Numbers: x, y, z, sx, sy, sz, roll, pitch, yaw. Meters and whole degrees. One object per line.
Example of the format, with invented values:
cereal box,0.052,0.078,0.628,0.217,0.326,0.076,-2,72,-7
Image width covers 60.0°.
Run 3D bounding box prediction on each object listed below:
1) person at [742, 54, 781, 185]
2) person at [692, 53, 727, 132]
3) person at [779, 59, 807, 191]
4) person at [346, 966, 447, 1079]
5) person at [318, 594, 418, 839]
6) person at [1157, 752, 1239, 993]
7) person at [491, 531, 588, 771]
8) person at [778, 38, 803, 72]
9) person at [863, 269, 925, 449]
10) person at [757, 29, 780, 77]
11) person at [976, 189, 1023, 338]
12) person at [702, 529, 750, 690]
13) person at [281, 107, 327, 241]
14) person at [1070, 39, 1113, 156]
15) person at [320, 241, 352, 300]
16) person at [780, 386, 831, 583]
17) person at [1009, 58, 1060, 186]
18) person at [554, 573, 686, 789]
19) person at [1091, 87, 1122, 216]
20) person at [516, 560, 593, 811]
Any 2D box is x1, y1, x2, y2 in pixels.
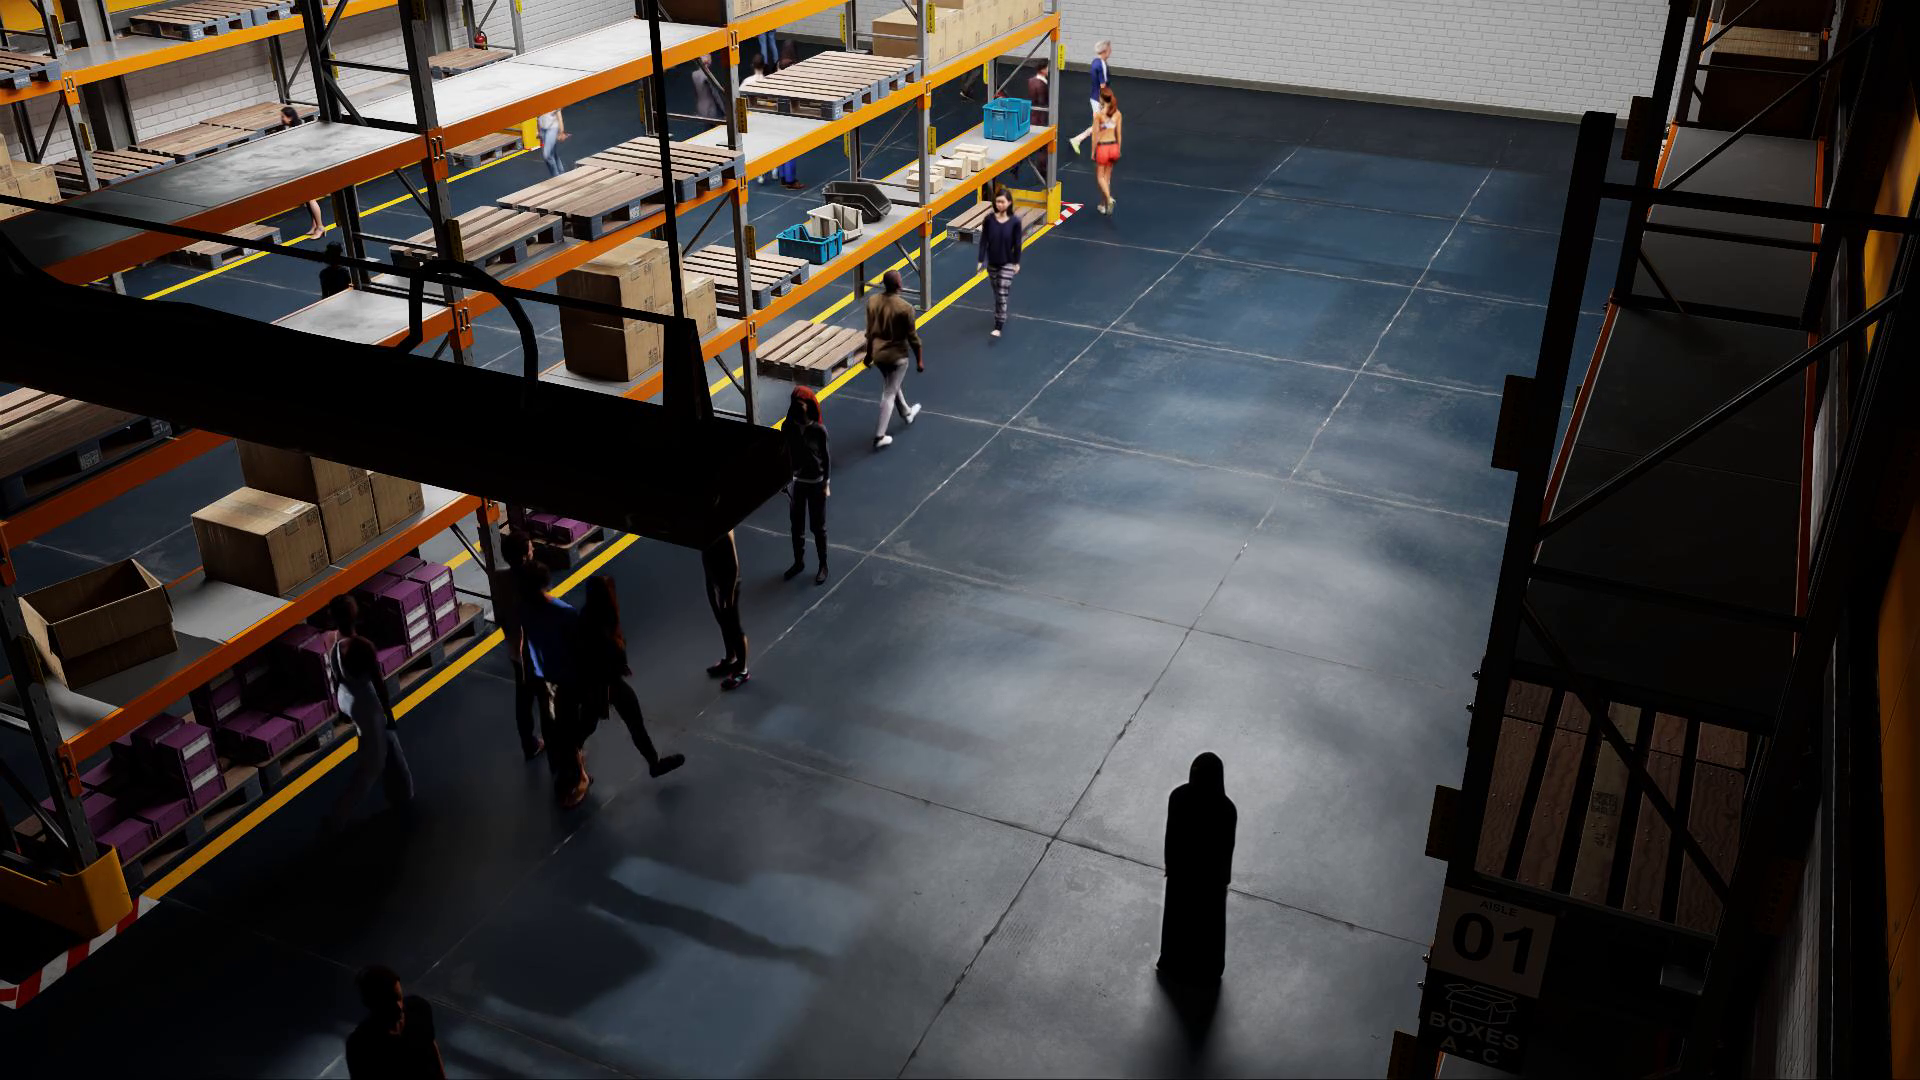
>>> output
person,-2.930,-6.146,24.421,0.855,1.838,0.938,2,29,3
person,-3.795,-6.354,24.844,1.279,1.797,1.075,-20,34,-32
person,-2.503,-6.066,24.248,0.832,1.863,0.781,-11,31,-20
person,-2.679,2.772,8.053,0.739,1.855,0.514,18,33,29
person,-4.021,1.211,11.024,0.643,1.751,1.055,13,31,22
person,1.427,1.932,9.844,0.629,1.616,0.640,17,33,29
person,-3.018,0.773,11.722,0.716,1.852,0.638,19,34,31
person,-2.635,-7.020,26.160,0.649,1.706,0.609,4,29,8
person,-0.727,-1.756,16.425,0.899,1.788,1.186,19,34,31
person,-3.558,-9.391,30.512,0.612,1.701,0.715,-21,35,-34
person,0.487,-3.234,19.238,0.721,1.689,1.082,9,30,15
person,-1.793,0.323,12.677,0.685,1.727,0.650,-15,32,-26
person,-8.787,-4.901,22.209,0.817,1.769,0.782,-16,32,-26
person,2.069,-6.761,25.569,1.038,1.818,1.053,-5,29,-9
person,-6.421,-2.208,17.319,0.678,1.724,1.174,16,32,27
person,-1.300,-0.479,14.092,0.610,1.779,0.518,9,30,16
person,1.073,-6.098,24.322,1.121,1.848,1.041,-11,31,-20
person,-2.552,1.031,11.454,1.199,1.655,1.012,-14,32,-24
person,2.044,-5.316,22.971,0.944,1.769,1.012,-9,30,-16
person,-2.725,0.916,11.464,0.672,1.848,0.671,13,31,23
